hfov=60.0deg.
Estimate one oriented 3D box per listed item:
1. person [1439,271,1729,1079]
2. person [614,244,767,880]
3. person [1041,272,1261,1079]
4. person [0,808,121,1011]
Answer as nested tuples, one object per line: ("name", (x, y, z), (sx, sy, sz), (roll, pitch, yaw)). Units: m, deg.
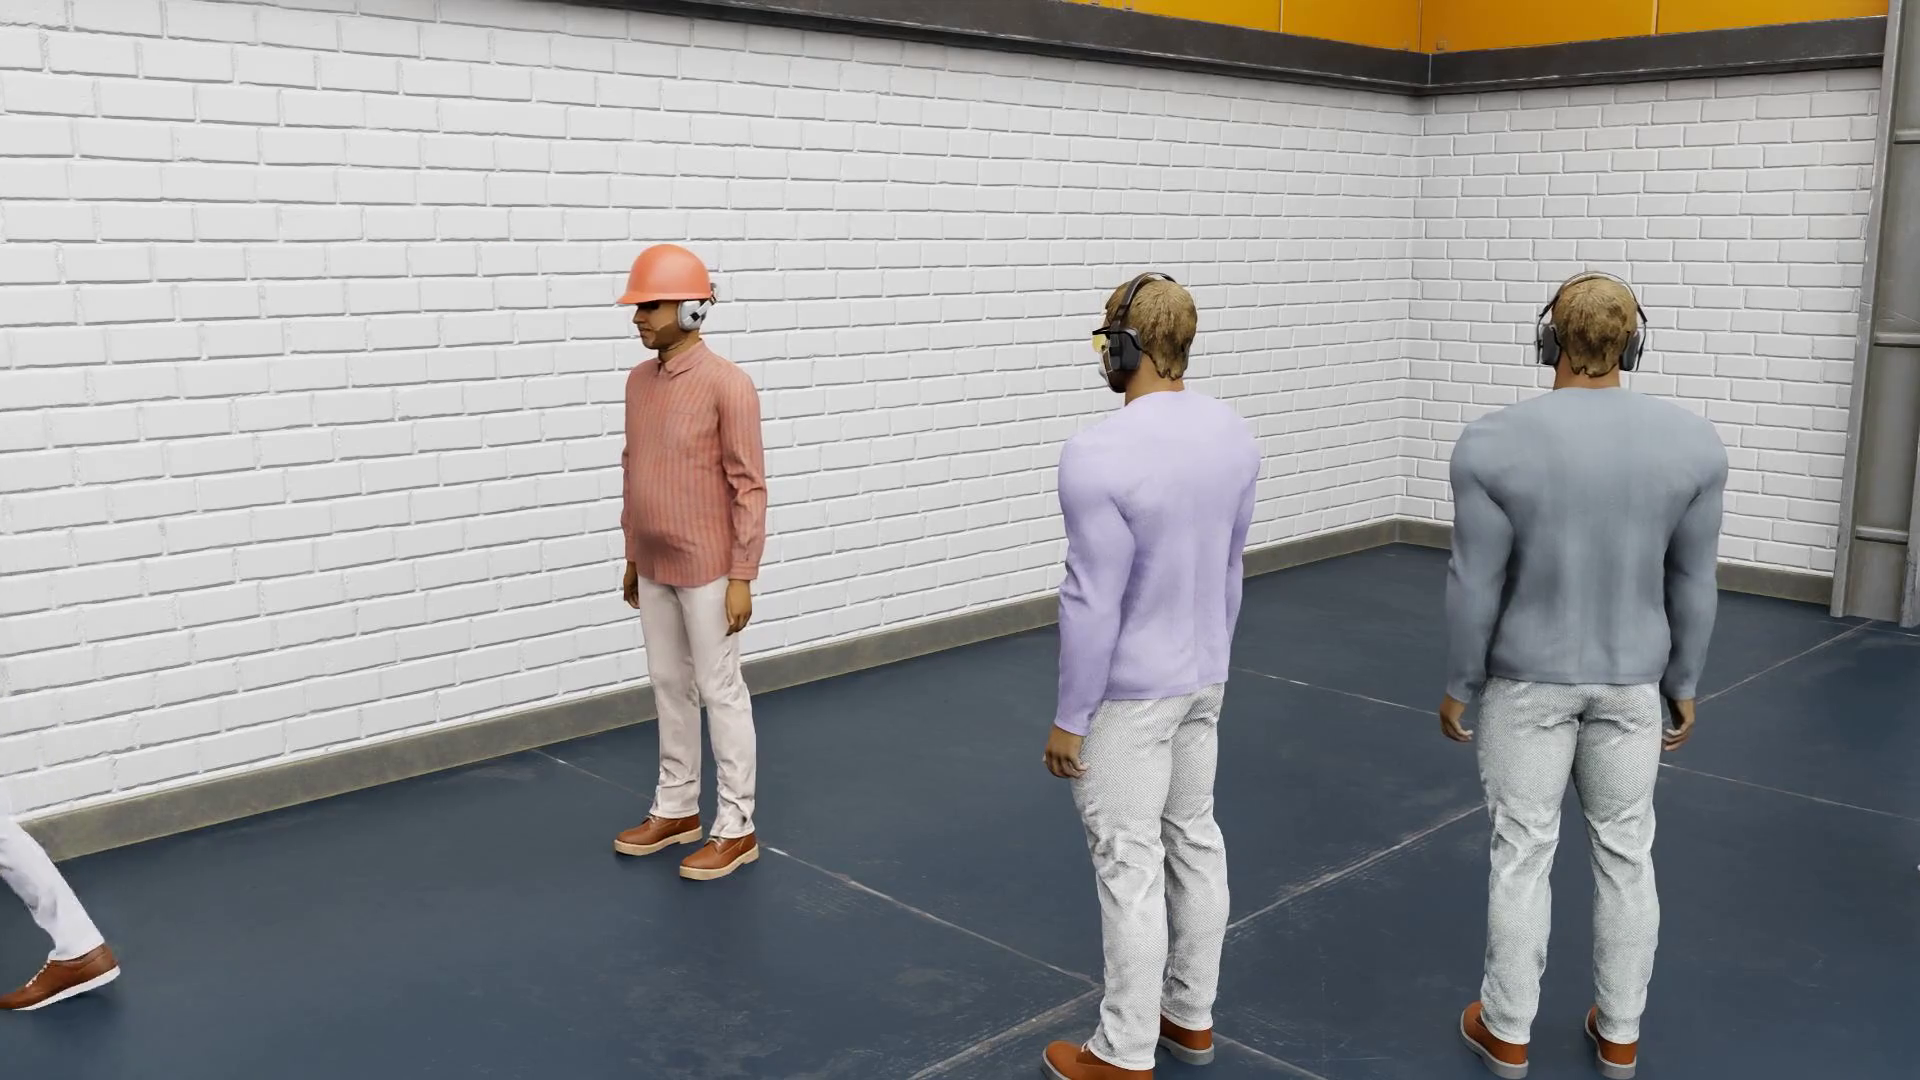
("person", (1.455, 0.340, 3.967), (0.627, 1.941, 0.371), (1, 10, 5))
("person", (-0.877, 0.082, 5.259), (0.627, 1.990, 0.406), (9, 14, 42))
("person", (0.432, 0.353, 3.900), (0.372, 1.940, 0.631), (10, 14, 42))
("person", (-2.692, 0.366, 4.158), (0.992, 1.822, 0.535), (-3, 11, -18))
